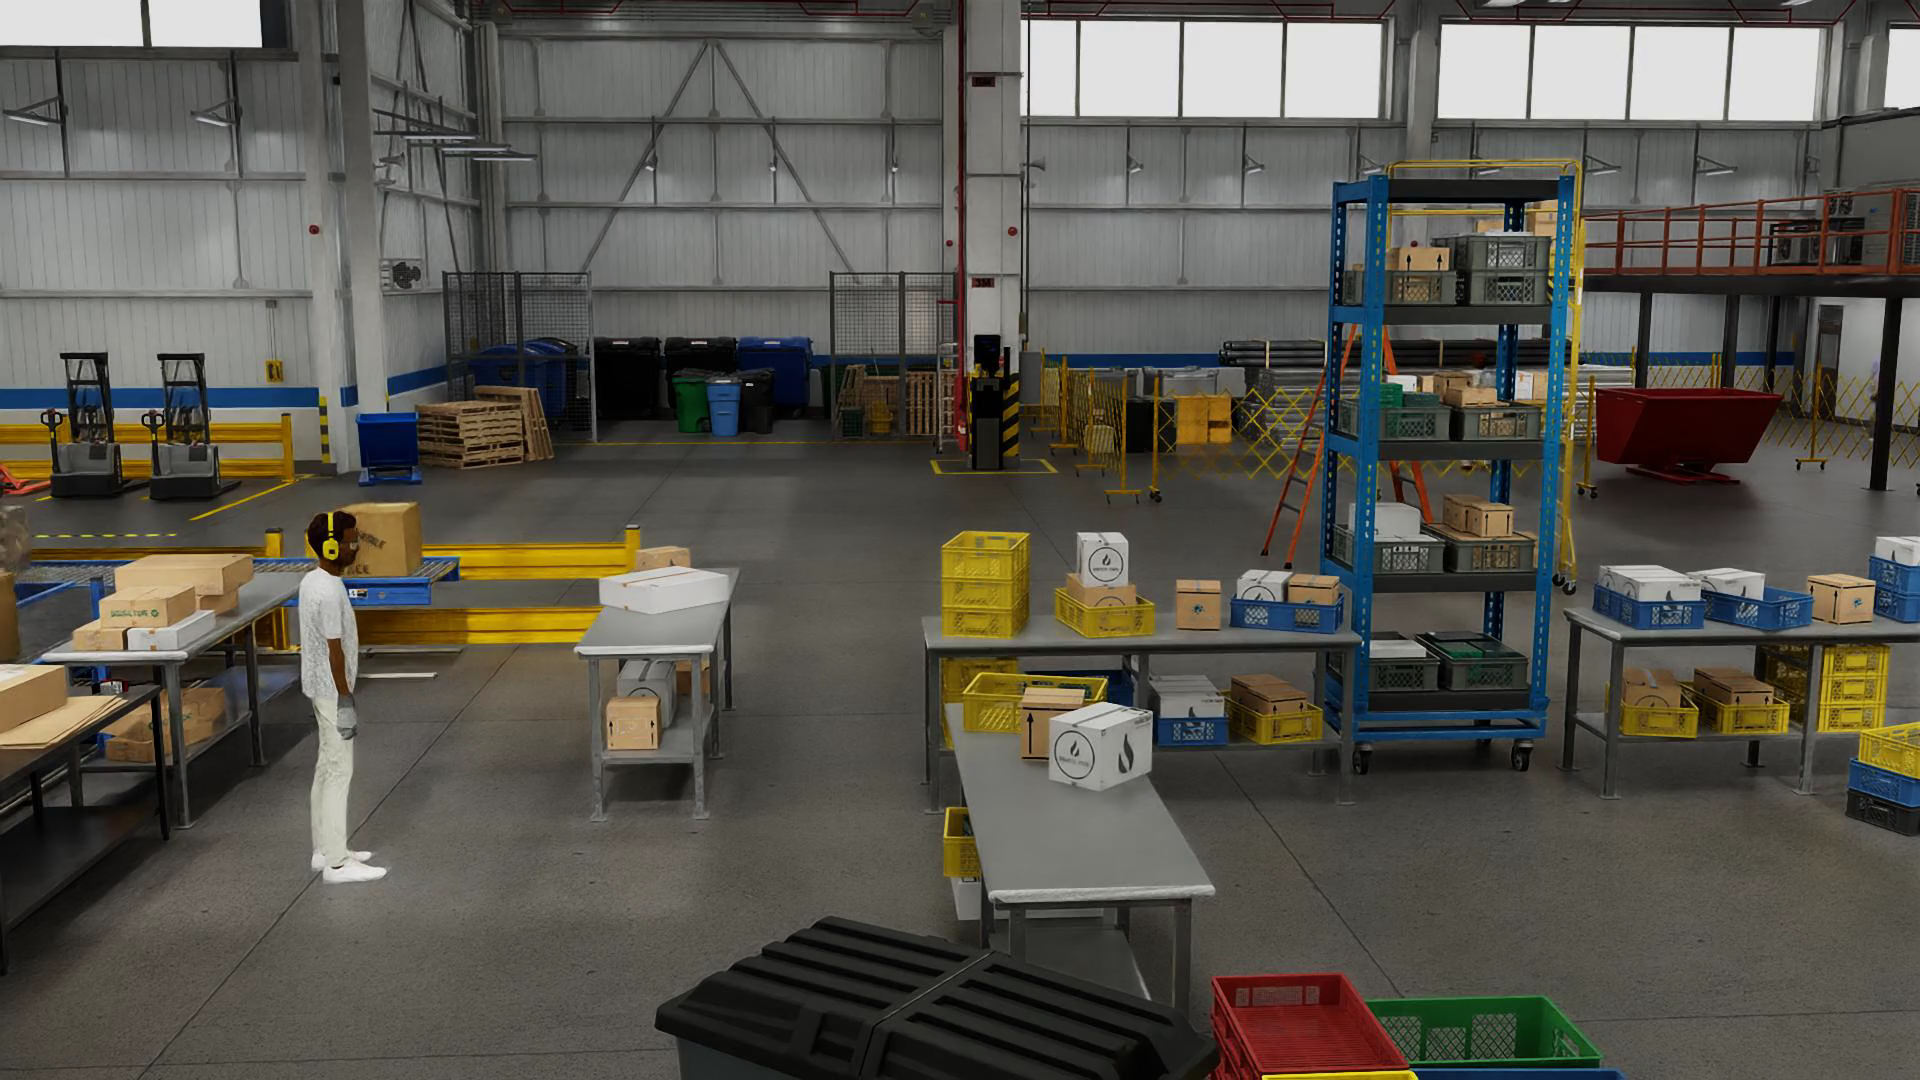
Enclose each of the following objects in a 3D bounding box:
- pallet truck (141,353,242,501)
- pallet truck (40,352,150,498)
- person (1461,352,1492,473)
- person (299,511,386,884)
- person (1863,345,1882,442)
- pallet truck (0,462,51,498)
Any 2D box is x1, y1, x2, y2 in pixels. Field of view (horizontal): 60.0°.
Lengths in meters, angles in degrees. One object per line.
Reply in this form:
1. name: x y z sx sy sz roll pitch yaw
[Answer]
1. pallet truck: -10.520 -1.604 22.925 0.823 1.965 1.885 -1 9 -6
2. pallet truck: -11.907 -1.642 23.165 0.823 1.965 1.885 0 9 0
3. person: 8.028 -1.966 25.629 0.818 1.853 0.616 -6 11 -33
4. person: -3.134 0.781 8.352 0.309 1.868 0.534 -6 11 -32
5. person: 16.772 -2.726 30.347 0.566 1.886 0.794 9 13 44
6. pallet truck: -13.193 -1.293 23.148 0.653 1.274 1.630 -1 9 -4
